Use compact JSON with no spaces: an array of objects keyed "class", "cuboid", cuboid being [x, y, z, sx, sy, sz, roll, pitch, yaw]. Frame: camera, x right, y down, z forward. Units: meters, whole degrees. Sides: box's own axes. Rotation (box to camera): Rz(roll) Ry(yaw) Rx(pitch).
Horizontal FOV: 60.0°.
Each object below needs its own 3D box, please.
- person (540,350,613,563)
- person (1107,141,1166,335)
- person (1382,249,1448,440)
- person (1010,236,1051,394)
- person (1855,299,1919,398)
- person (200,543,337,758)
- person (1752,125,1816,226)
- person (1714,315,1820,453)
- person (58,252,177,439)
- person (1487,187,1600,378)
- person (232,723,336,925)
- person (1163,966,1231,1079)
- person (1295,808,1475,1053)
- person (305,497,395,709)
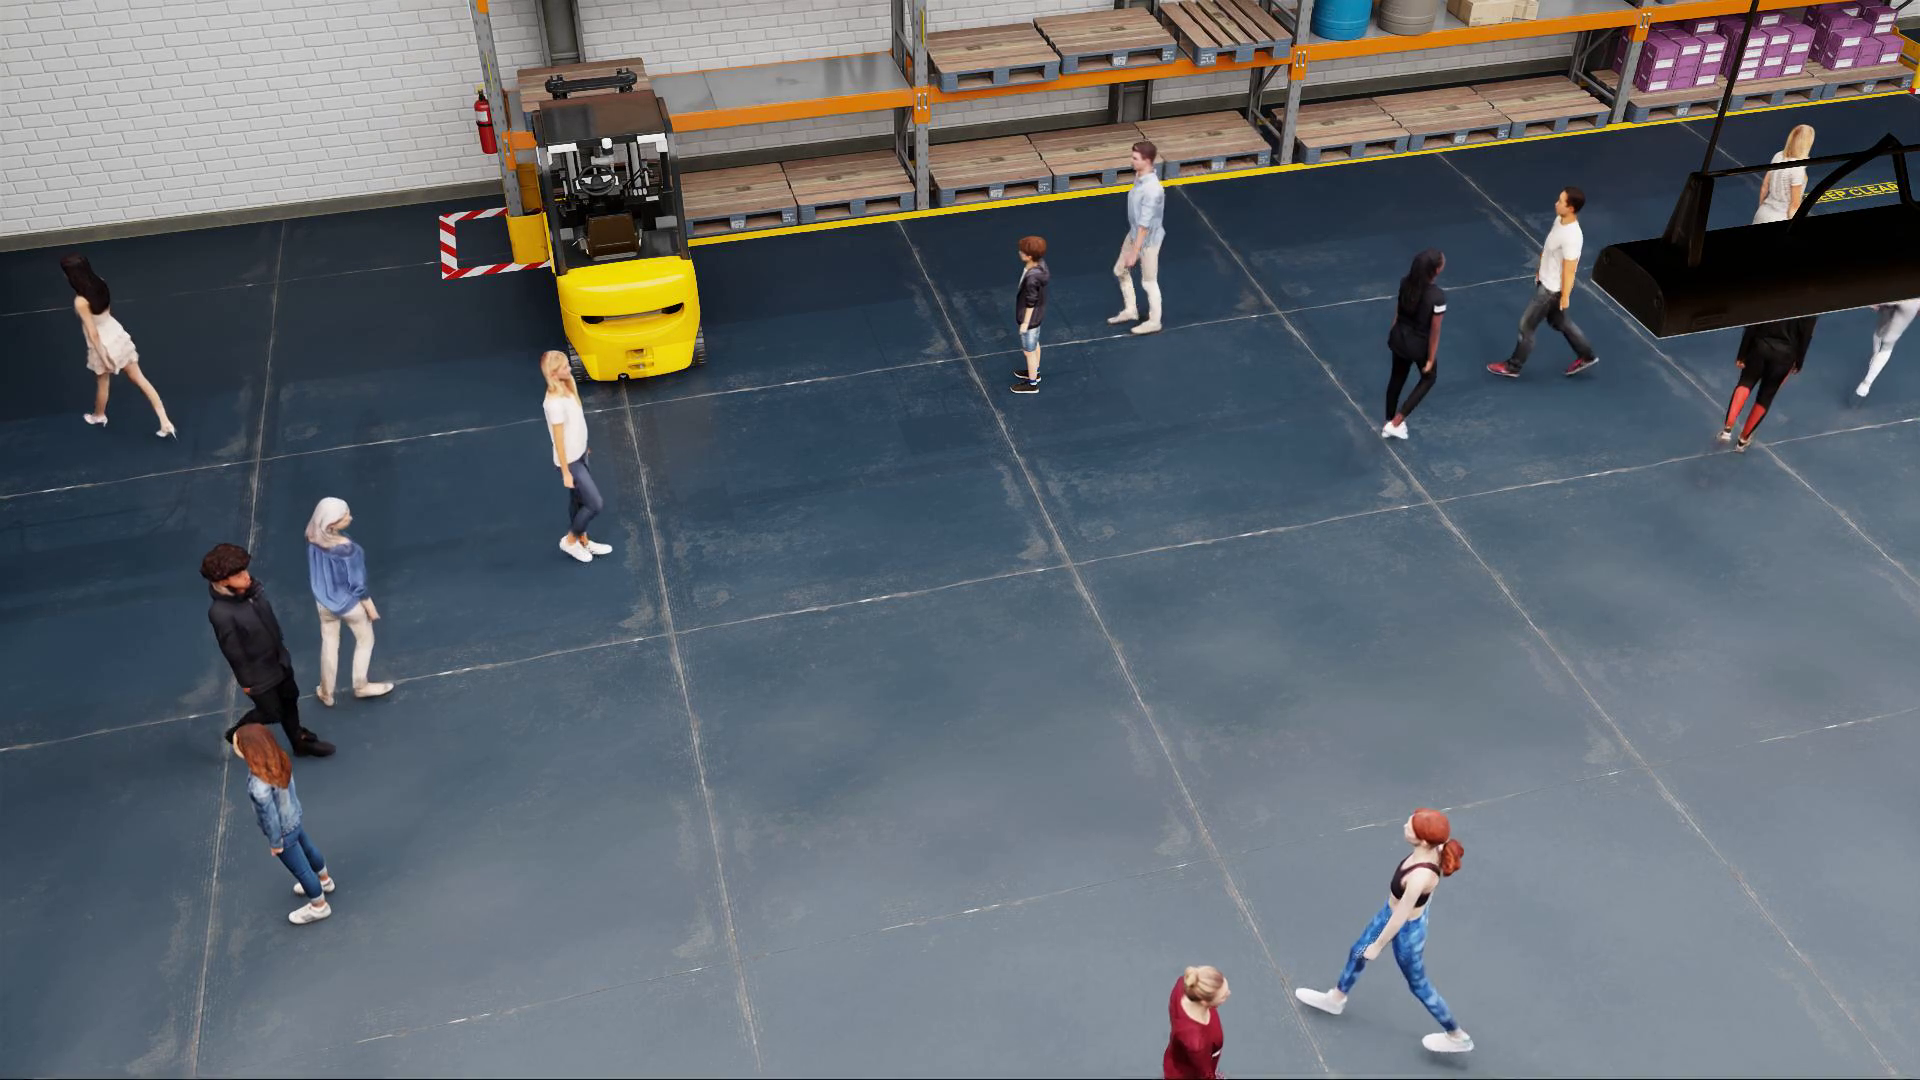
[{"class":"person","cuboid":[-2.900,-0.580,12.040,0.680,1.804,0.671,-2,39,-2]},{"class":"person","cuboid":[1.714,-2.633,14.592,0.693,1.827,0.686,-9,40,-11]},{"class":"person","cuboid":[3.566,-1.514,13.273,0.756,1.726,0.804,31,48,33]},{"class":"person","cuboid":[0.593,-1.907,13.989,0.636,1.446,0.615,7,39,9]},{"class":"person","cuboid":[7.831,-1.954,13.872,1.031,1.666,1.186,26,45,28]},{"class":"person","cuboid":[-4.453,0.743,10.413,0.971,1.766,0.805,3,39,4]},{"class":"person","cuboid":[7.258,-2.847,14.861,0.511,1.826,0.593,-10,40,-12]},{"class":"person","cuboid":[6.374,-1.422,13.104,0.856,1.792,0.928,24,45,27]},{"class":"person","cuboid":[-6.691,-1.509,13.292,1.125,1.693,0.903,9,39,11]},{"class":"person","cuboid":[5.113,-2.128,14.016,1.236,1.767,0.966,6,39,8]},{"class":"person","cuboid":[-3.888,1.604,9.570,0.484,1.474,0.557,-8,39,-10]},{"class":"person","cuboid":[1.053,2.612,8.138,0.693,1.686,0.705,-1,39,-1]},{"class":"person","cuboid":[2.419,2.110,8.729,1.236,1.743,1.053,14,41,17]},{"class":"person","cuboid":[-4.096,0.413,10.914,0.889,1.668,0.942,14,41,17]}]
